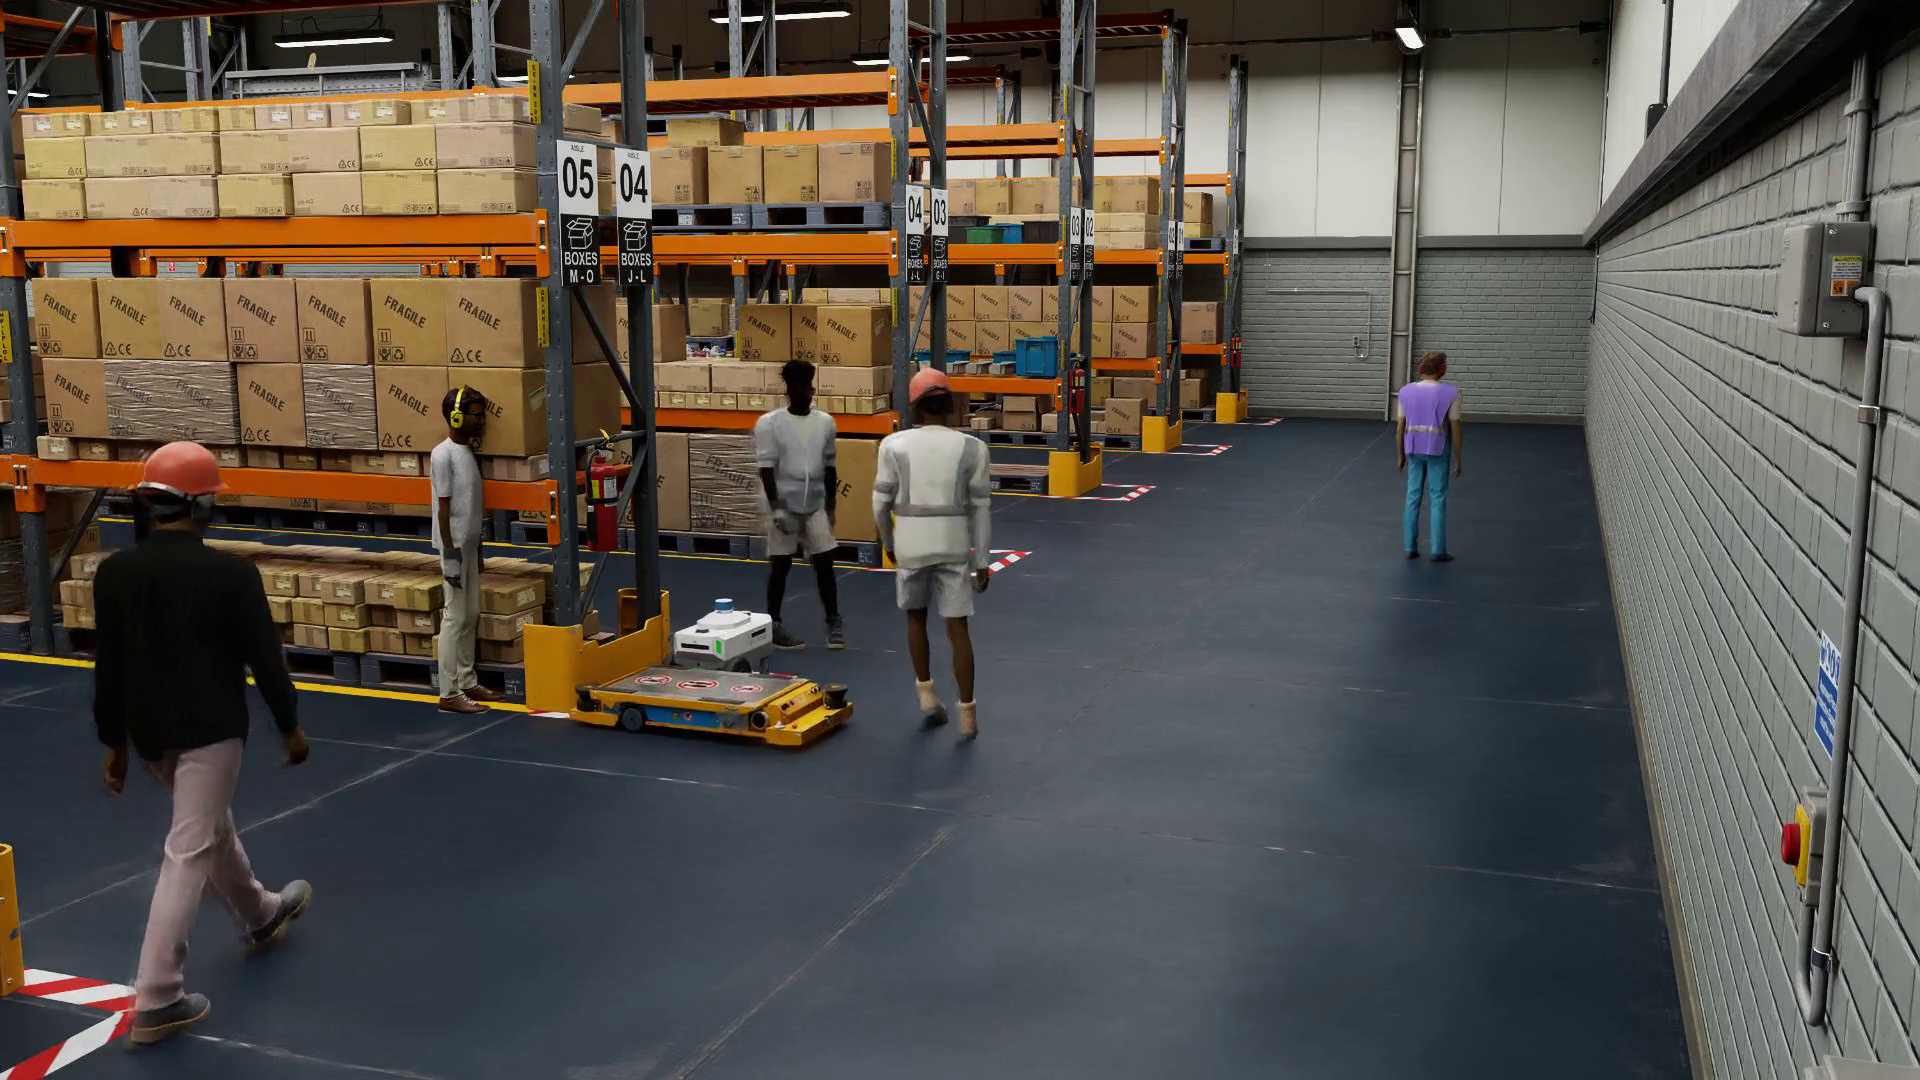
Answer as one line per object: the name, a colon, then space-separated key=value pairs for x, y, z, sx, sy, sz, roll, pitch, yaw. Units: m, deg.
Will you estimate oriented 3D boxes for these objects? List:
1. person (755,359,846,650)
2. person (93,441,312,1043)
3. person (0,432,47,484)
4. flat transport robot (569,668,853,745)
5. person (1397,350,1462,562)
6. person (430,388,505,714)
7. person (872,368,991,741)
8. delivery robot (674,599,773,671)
person: x=-1.063 y=-0.230 z=11.066 sx=0.611 sy=1.943 sz=0.438 roll=-5 pitch=10 yaw=-28
person: x=-2.588 y=0.630 z=5.714 sx=0.615 sy=1.934 sz=1.069 roll=3 pitch=9 yaw=16
person: x=-8.226 y=-0.796 z=14.425 sx=0.375 sy=1.997 sz=0.612 roll=7 pitch=11 yaw=36
flat transport robot: x=-1.376 y=0.898 z=9.222 sx=1.431 sy=0.197 sz=0.652 roll=3 pitch=10 yaw=20
person: x=4.076 y=-0.728 z=14.479 sx=0.570 sy=1.840 sz=0.372 roll=7 pitch=11 yaw=36
person: x=-2.836 y=0.062 z=9.511 sx=0.333 sy=1.860 sz=0.510 roll=1 pitch=9 yaw=3
person: x=-0.150 y=0.071 z=9.054 sx=0.638 sy=1.986 sz=0.642 roll=0 pitch=9 yaw=-3
delivery robot: x=-1.408 y=0.594 z=9.943 sx=0.477 sy=0.478 sz=0.707 roll=4 pitch=10 yaw=20
